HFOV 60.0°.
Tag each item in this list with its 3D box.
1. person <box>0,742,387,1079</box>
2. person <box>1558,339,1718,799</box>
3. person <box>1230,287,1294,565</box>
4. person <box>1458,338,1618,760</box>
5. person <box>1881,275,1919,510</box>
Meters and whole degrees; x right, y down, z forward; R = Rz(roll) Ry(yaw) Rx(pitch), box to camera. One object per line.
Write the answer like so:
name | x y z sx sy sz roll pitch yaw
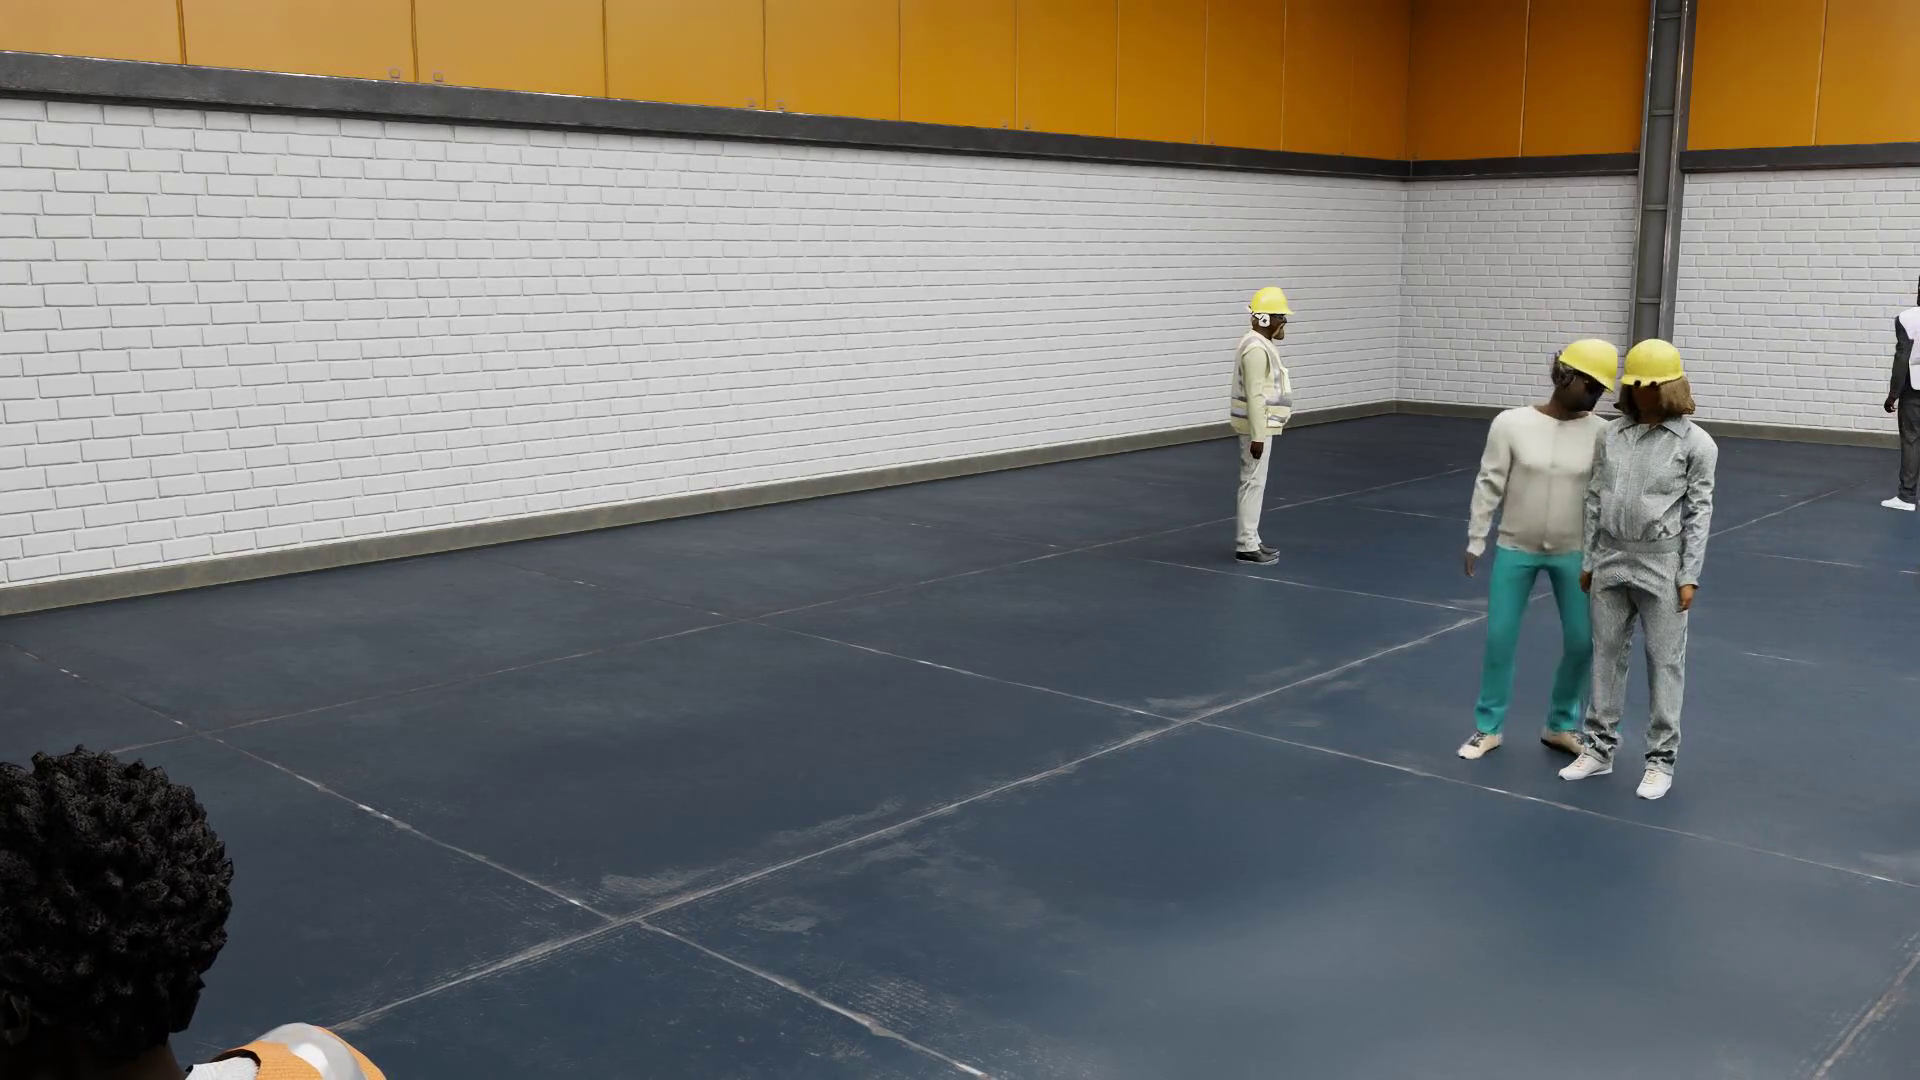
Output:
person | -0.653 0.998 1.401 0.320 1.694 0.532 3 11 19
person | 2.582 0.108 6.326 0.303 1.740 0.485 -9 13 -40
person | 1.983 -0.747 10.965 0.403 1.825 0.592 2 10 11
person | 2.328 0.060 6.652 0.589 1.727 0.338 2 10 13
person | 7.656 -1.186 13.188 0.594 1.915 0.373 -1 10 -6
